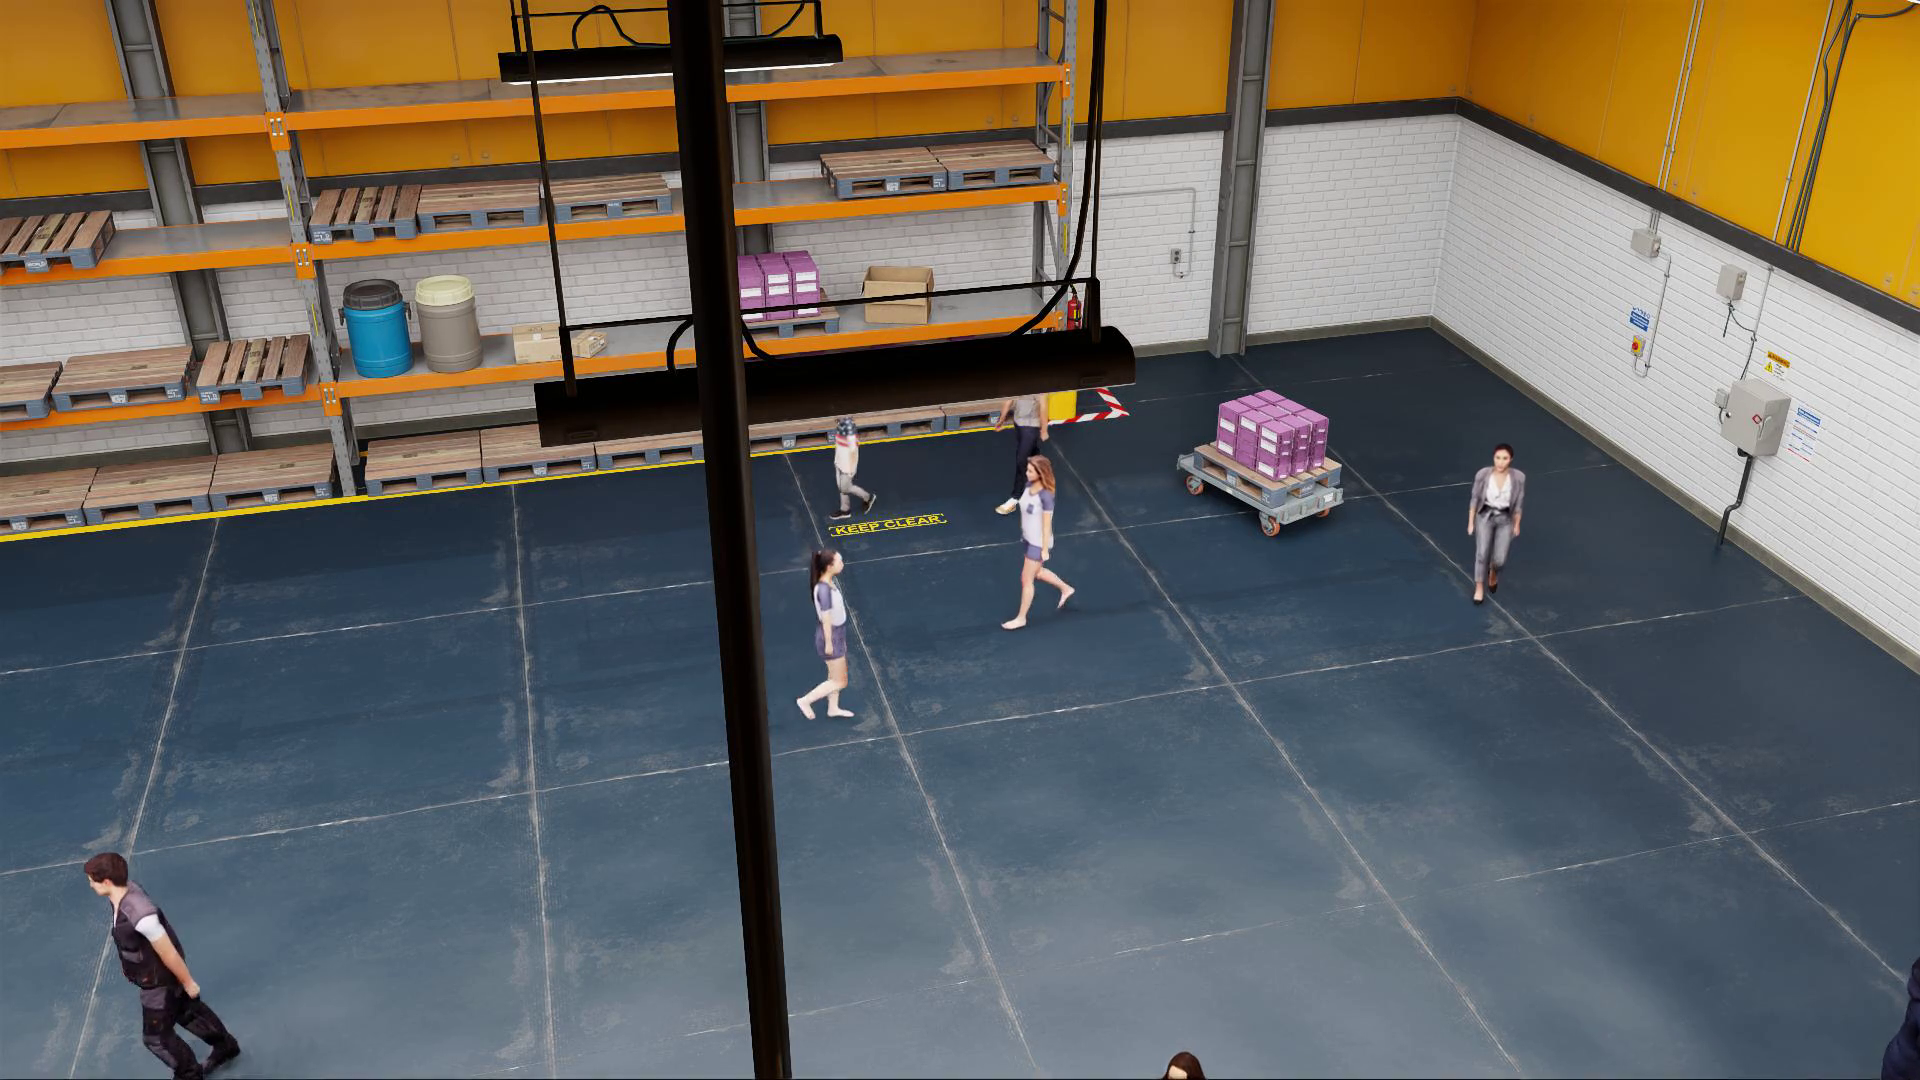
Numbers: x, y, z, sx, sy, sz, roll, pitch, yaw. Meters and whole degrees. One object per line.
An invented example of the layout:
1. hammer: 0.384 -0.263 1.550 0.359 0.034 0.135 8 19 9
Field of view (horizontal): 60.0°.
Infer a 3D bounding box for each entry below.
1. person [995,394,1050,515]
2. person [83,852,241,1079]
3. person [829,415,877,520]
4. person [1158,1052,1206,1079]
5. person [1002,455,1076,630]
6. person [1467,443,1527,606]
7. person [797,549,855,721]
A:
1. person: 0.775 -1.237 17.312 1.093 1.864 0.856 -18 33 -30
2. person: -4.838 2.637 10.265 0.831 1.811 0.918 24 37 37
3. person: -1.117 -0.870 17.089 0.752 1.432 0.598 -13 31 -22
4. person: 1.190 3.403 9.212 0.644 1.475 0.712 14 32 24
5. person: 0.768 0.000 15.207 1.017 1.707 0.660 -10 30 -17
6. person: 5.012 -0.181 15.585 0.743 1.664 0.828 9 30 16
7. person: -1.156 0.821 13.777 0.773 1.636 0.698 0 29 0
